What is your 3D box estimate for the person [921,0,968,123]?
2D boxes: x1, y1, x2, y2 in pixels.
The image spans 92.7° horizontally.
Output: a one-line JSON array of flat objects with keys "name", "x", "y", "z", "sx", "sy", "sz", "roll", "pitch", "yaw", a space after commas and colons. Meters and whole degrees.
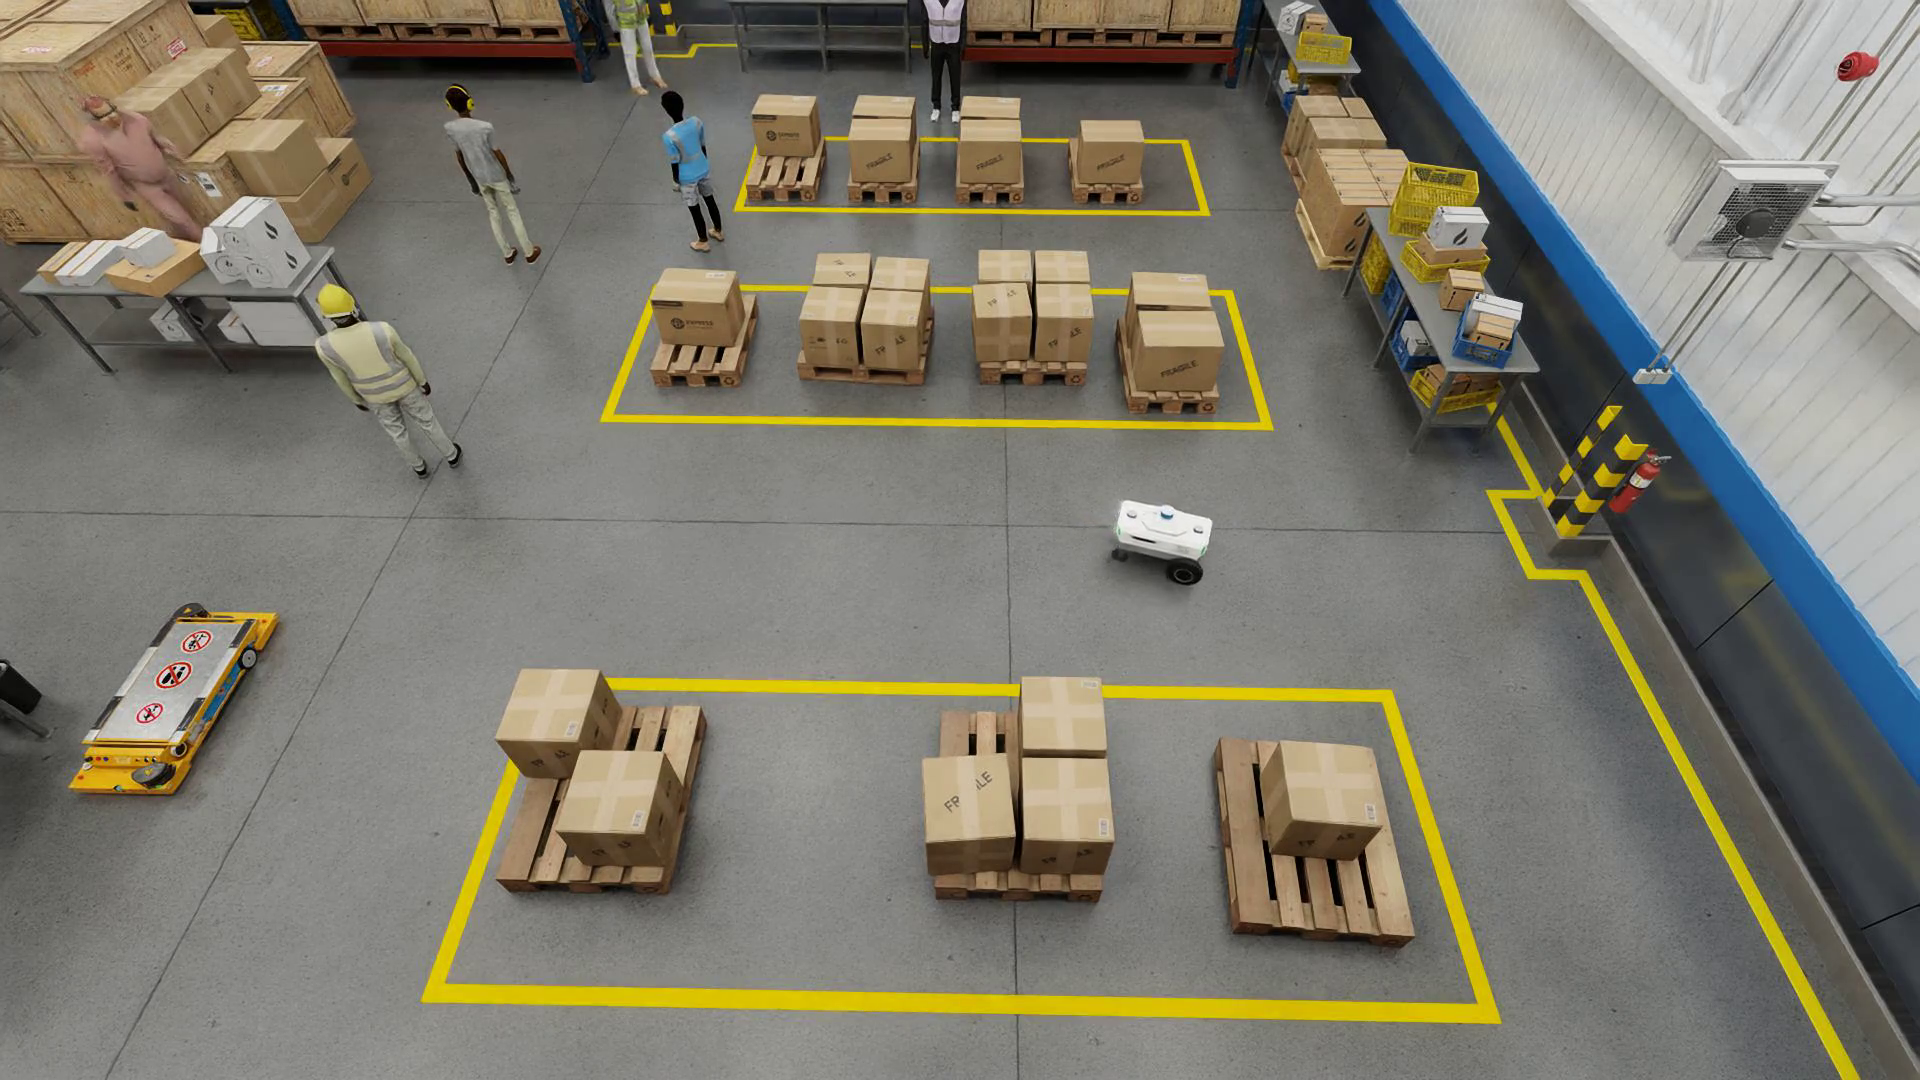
[{"name": "person", "x": -0.193, "y": -6.313, "z": 11.629, "sx": 0.584, "sy": 1.910, "sz": 0.393, "roll": 1, "pitch": 50, "yaw": 1}]

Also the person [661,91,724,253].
[{"name": "person", "x": -2.840, "y": -3.875, "z": 9.702, "sx": 0.320, "sy": 1.692, "sz": 0.531, "roll": 27, "pitch": 55, "yaw": 21}]

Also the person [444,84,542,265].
[{"name": "person", "x": -4.846, "y": -3.734, "z": 9.479, "sx": 0.504, "sy": 1.861, "sz": 0.328, "roll": 2, "pitch": 50, "yaw": 2}]

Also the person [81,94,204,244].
[{"name": "person", "x": -8.273, "y": -3.700, "z": 9.462, "sx": 0.959, "sy": 1.842, "sz": 0.722, "roll": 17, "pitch": 52, "yaw": 14}]

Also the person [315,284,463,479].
[{"name": "person", "x": -4.615, "y": -1.246, "z": 7.386, "sx": 0.588, "sy": 1.834, "sz": 0.403, "roll": -21, "pitch": 53, "yaw": -17}]

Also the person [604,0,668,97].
[{"name": "person", "x": -4.359, "y": -6.891, "z": 12.167, "sx": 0.430, "sy": 1.837, "sz": 0.637, "roll": 28, "pitch": 55, "yaw": 21}]

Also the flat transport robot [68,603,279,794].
[{"name": "flat transport robot", "x": -5.504, "y": 1.072, "z": 6.442, "sx": 0.652, "sy": 0.197, "sz": 1.431, "roll": 1, "pitch": 50, "yaw": 1}]

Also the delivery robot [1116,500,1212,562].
[{"name": "delivery robot", "x": 1.584, "y": -0.074, "z": 7.168, "sx": 0.707, "sy": 0.478, "sz": 0.477, "roll": 14, "pitch": 51, "yaw": 11}]
